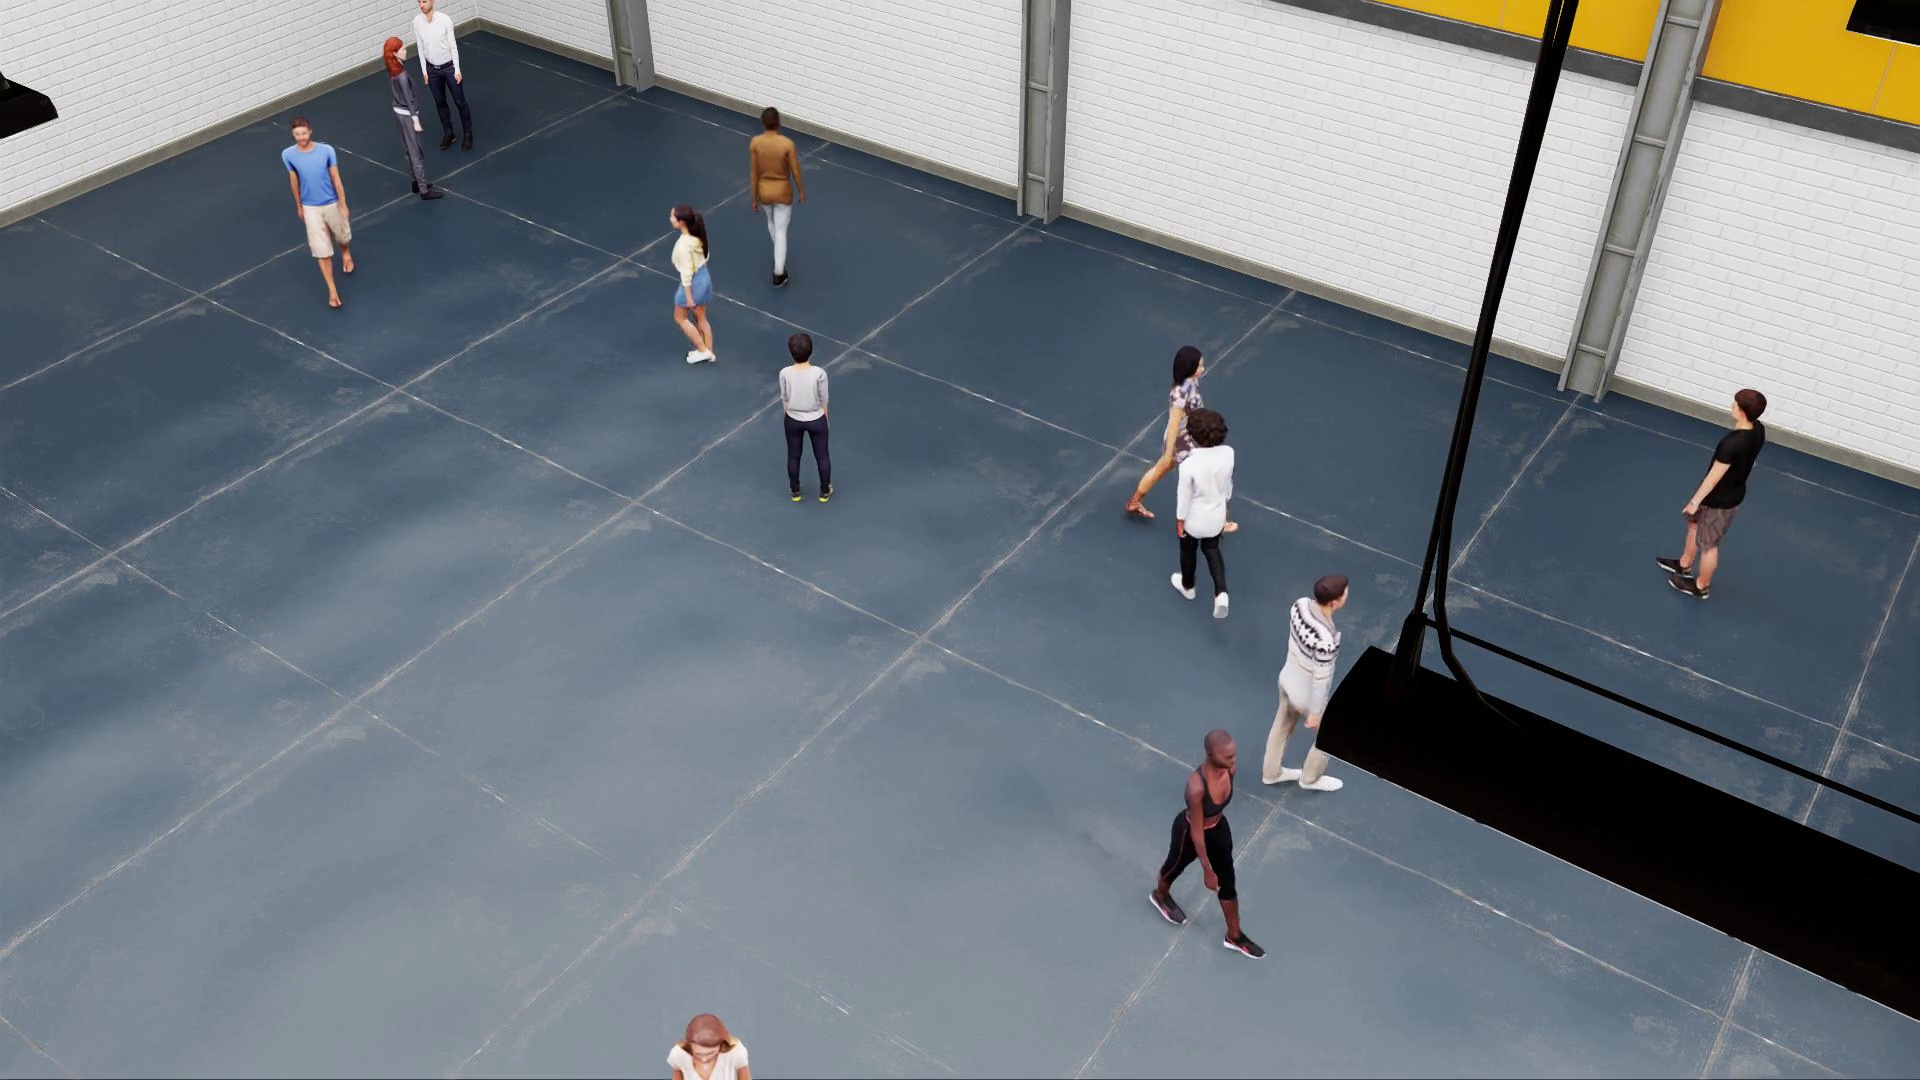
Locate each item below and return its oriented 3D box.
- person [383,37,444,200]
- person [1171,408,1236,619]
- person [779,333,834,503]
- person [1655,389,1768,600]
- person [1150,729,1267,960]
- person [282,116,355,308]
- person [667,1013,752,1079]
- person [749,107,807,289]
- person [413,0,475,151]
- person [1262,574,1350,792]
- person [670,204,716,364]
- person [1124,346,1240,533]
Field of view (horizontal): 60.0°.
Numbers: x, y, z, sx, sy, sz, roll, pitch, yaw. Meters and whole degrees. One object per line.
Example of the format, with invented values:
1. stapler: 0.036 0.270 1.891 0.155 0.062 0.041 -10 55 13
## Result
1. person: -5.951 -4.549 17.929 0.703 1.782 0.555 -23 44 -26
2. person: 1.867 -0.165 12.435 0.959 1.788 1.081 -13 41 -16
3. person: -1.271 -0.994 13.665 0.581 1.548 0.680 2 39 2
4. person: 5.827 -0.303 12.555 0.771 1.853 0.746 30 48 32
5. person: 1.376 1.740 10.102 0.763 1.724 1.132 -28 46 -30
6. person: -6.280 -3.334 16.368 1.115 1.832 1.294 -12 40 -15
7. person: -1.263 2.906 8.675 0.778 1.681 0.825 -1 39 -1
8. person: -1.838 -3.351 16.428 1.130 1.784 1.000 6 39 7
9. person: -5.880 -5.377 18.904 0.672 1.860 0.773 5 39 6
10. person: 2.203 0.981 10.955 0.964 1.844 0.900 -9 40 -11
11. person: -2.364 -2.331 15.280 0.681 1.622 0.704 11 40 13
12. person: 1.686 -0.796 13.315 1.245 1.676 0.859 11 40 13
